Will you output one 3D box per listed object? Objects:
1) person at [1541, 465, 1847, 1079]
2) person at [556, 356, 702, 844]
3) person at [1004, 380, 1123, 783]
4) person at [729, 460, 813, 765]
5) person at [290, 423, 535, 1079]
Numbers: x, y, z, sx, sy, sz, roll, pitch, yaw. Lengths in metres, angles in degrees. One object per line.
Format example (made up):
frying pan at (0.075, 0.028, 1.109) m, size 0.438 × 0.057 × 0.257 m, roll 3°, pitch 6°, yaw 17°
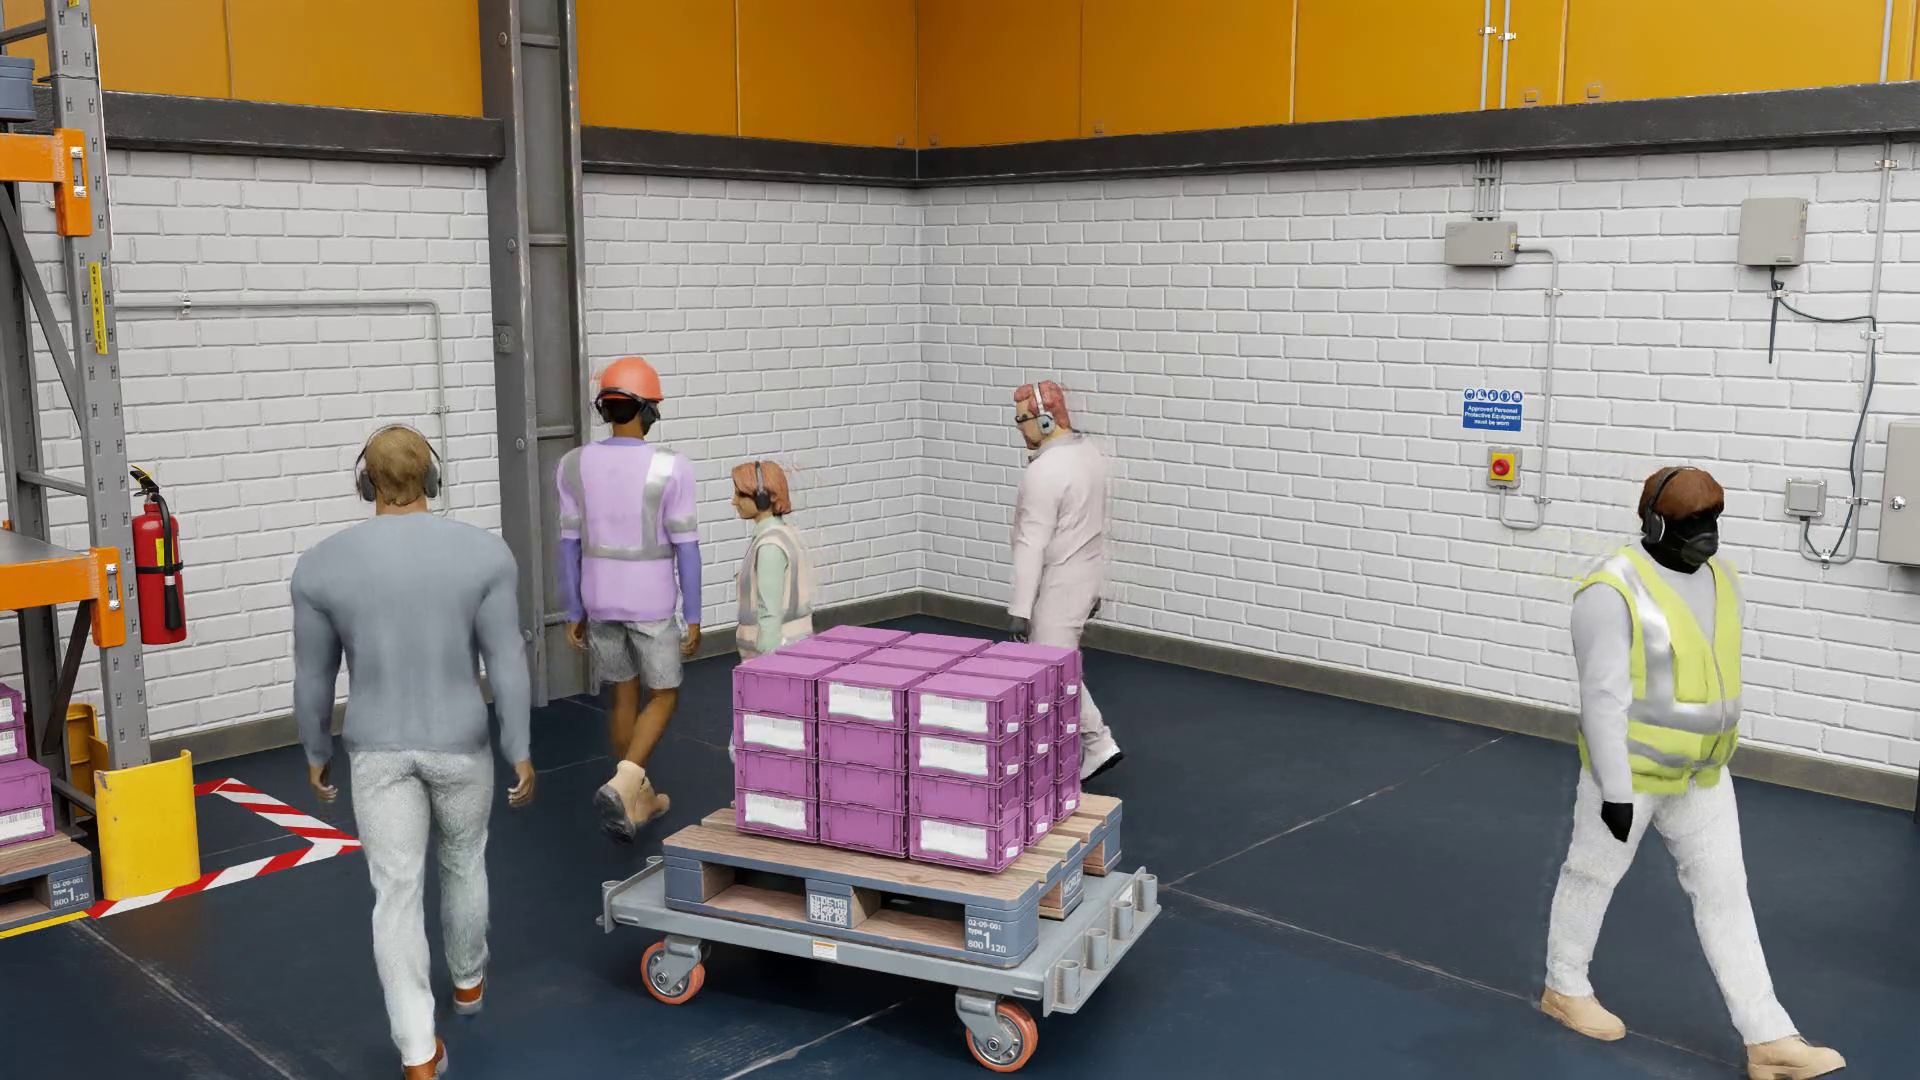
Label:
person at (2.116, 0.688, 4.847) m, size 0.632 × 1.792 × 0.950 m, roll -5°, pitch 10°, yaw -26°
person at (-1.370, 0.262, 6.805) m, size 0.613 × 2.020 × 0.727 m, roll 2°, pitch 10°, yaw 14°
person at (0.421, 0.237, 7.344) m, size 0.401 × 1.883 × 0.668 m, roll 4°, pitch 10°, yaw 21°
person at (-0.735, 0.492, 6.551) m, size 0.396 × 1.625 × 0.524 m, roll -1°, pitch 9°, yaw -5°
person at (-1.629, 0.607, 4.984) m, size 0.662 × 1.905 × 0.933 m, roll -3°, pitch 10°, yaw -16°
